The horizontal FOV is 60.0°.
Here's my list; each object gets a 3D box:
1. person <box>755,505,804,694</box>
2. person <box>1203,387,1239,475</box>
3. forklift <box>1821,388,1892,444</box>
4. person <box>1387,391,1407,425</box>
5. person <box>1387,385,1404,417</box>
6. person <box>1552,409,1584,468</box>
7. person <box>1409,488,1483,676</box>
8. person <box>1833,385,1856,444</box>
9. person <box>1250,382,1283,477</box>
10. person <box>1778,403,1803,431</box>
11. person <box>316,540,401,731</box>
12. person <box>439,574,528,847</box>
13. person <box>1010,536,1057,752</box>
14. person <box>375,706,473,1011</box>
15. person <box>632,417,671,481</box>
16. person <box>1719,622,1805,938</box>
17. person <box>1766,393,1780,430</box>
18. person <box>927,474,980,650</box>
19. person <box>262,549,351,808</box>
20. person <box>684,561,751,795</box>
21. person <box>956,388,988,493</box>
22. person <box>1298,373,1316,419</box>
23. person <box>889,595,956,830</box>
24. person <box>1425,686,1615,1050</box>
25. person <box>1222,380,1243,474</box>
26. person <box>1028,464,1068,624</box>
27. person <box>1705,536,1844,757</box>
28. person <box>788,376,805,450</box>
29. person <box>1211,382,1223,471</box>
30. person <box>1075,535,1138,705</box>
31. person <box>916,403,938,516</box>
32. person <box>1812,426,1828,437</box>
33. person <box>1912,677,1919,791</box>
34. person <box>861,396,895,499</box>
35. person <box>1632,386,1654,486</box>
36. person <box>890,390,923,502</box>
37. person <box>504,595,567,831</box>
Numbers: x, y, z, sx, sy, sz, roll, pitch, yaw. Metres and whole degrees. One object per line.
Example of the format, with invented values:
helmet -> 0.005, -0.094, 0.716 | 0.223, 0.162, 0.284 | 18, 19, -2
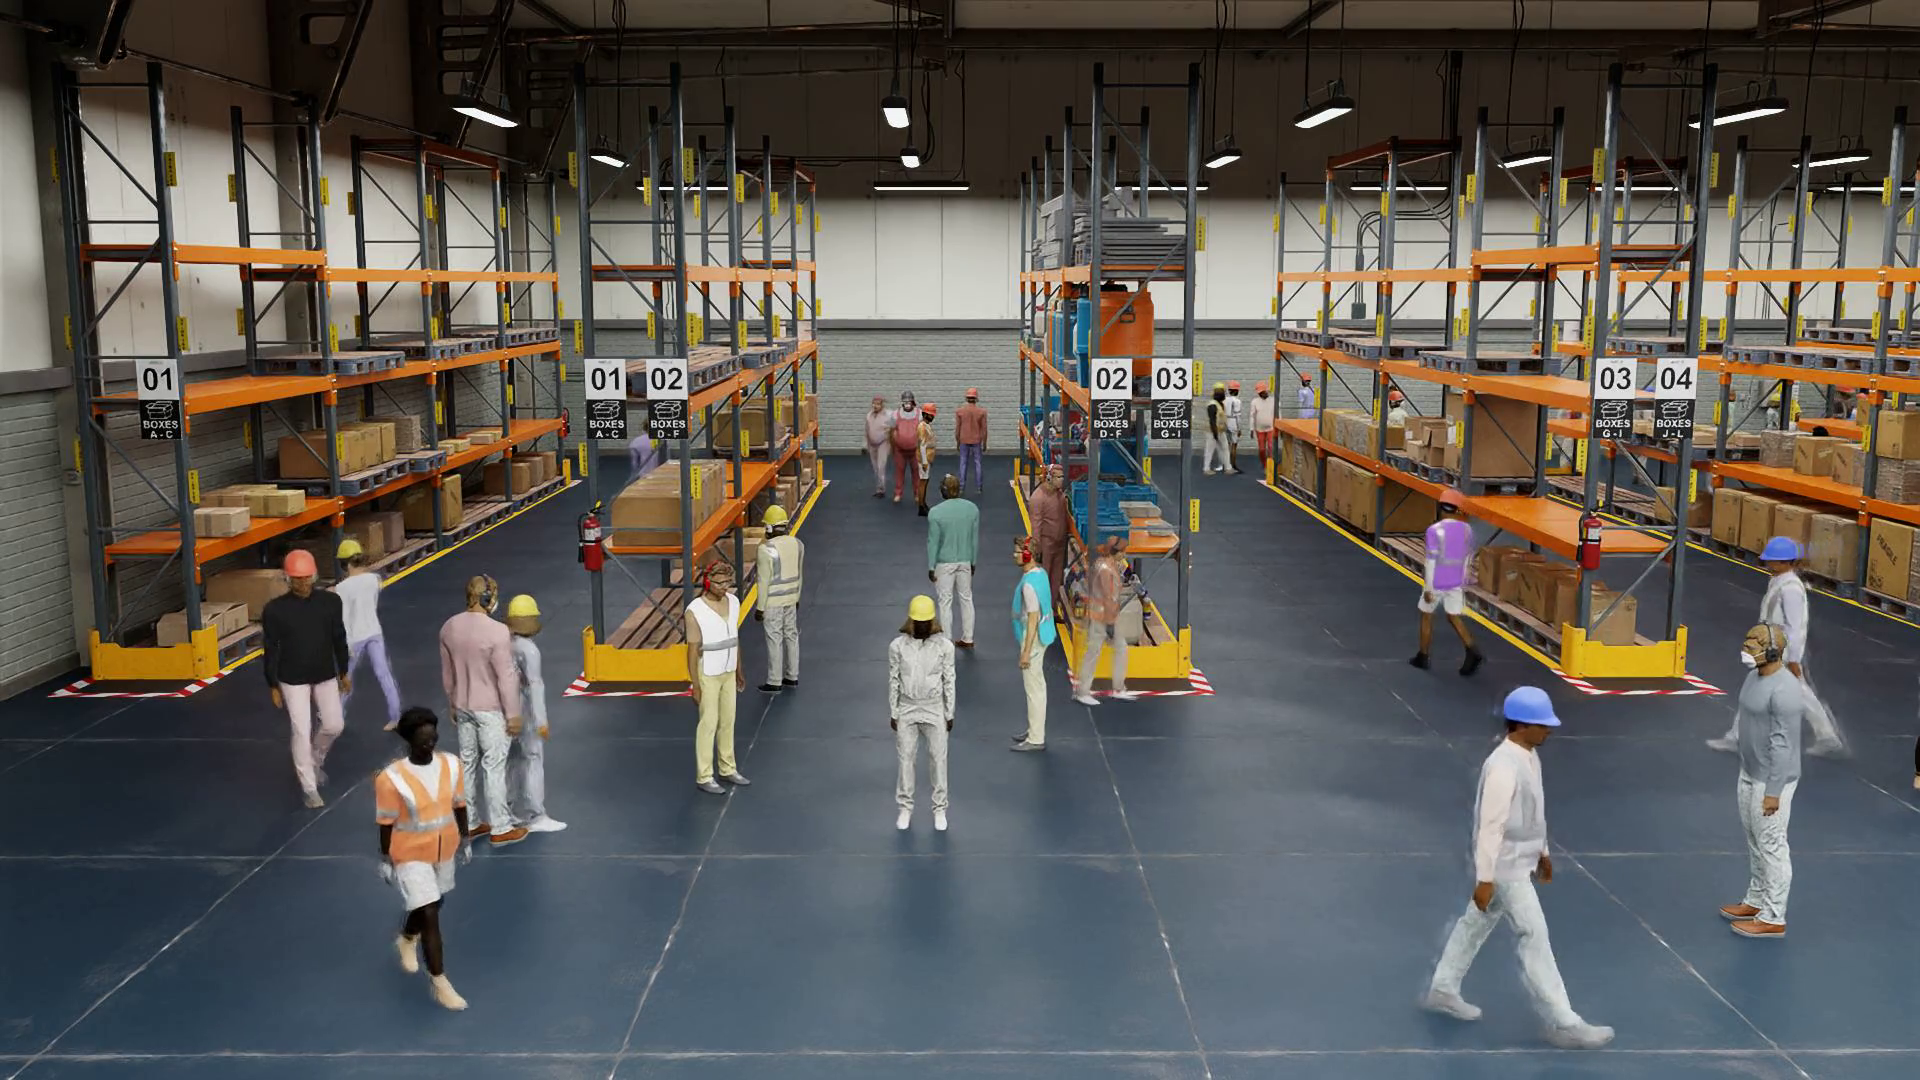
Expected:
person -> -1.771, 0.576, 16.109 | 0.403, 1.833, 0.586 | 6, 11, 36
person -> 5.375, -2.216, 34.127 | 0.847, 1.808, 0.652 | 6, 11, 33
forklift -> 20.072, -3.110, 36.462 | 1.873, 2.768, 1.129 | 0, 9, 0
person -> 7.923, -1.720, 30.353 | 0.391, 1.992, 0.623 | 7, 11, 39
person -> 8.981, -2.284, 34.442 | 0.332, 1.861, 0.498 | -5, 10, -31
person -> 12.405, -2.196, 33.786 | 0.943, 1.879, 0.582 | -3, 9, -19
person -> 4.983, 0.429, 16.874 | 0.549, 1.900, 0.866 | -3, 9, -21
person -> 17.544, -2.149, 33.057 | 0.436, 2.016, 0.617 | 9, 12, 44
person -> 6.292, -2.269, 34.055 | 0.691, 1.949, 0.713 | 4, 10, 23
person -> 14.784, -1.529, 29.640 | 0.403, 1.835, 0.588 | 1, 9, 7
person -> -5.322, 0.852, 14.715 | 0.932, 1.718, 0.539 | 5, 10, 27
person -> -3.378, 1.203, 11.759 | 0.627, 1.933, 0.375 | 5, 10, 29
person -> 0.616, 0.878, 14.113 | 0.396, 1.847, 0.564 | 1, 9, 9
person -> -3.018, 1.720, 9.292 | 0.817, 1.668, 0.537 | 7, 11, 39
person -> -4.692, -0.947, 25.583 | 0.662, 1.925, 0.619 | 2, 9, 10
person -> 4.916, 1.456, 10.158 | 0.368, 1.932, 0.622 | 1, 9, 6
person -> 16.460, -2.109, 33.699 | 0.312, 1.735, 0.484 | 5, 10, 31
person -> -0.078, 0.254, 17.873 | 0.629, 1.933, 0.364 | -5, 10, -29
person -> -4.981, 1.035, 12.670 | 0.636, 1.979, 0.517 | -7, 11, -39
person -> -1.921, 1.064, 12.980 | 0.394, 1.832, 0.574 | 5, 10, 31
person -> 0.220, -1.867, 31.365 | 0.605, 1.986, 0.410 | 1, 9, 4
person -> 7.820, -2.816, 37.618 | 0.542, 1.929, 0.380 | -6, 11, -35
person -> -0.274, 1.253, 12.072 | 0.486, 1.738, 0.321 | 1, 9, 4
person -> 2.940, 1.689, 8.750 | 0.991, 1.893, 0.633 | 5, 10, 27
person -> 5.654, -2.343, 34.540 | 0.370, 1.939, 0.543 | -5, 10, -31
person -> 1.054, 0.065, 19.203 | 0.401, 1.900, 0.644 | 6, 11, 35
person -> 6.897, 0.893, 13.884 | 1.040, 1.894, 0.613 | 4, 10, 24
person -> -3.596, -2.631, 36.456 | 0.383, 1.921, 0.585 | 3, 9, 18
person -> 5.478, -2.396, 35.095 | 0.445, 1.875, 0.758 | 1, 9, 6
person -> 1.419, 0.755, 15.659 | 0.701, 1.603, 0.624 | 2, 9, 10
person -> -0.557, -1.369, 28.314 | 0.373, 1.928, 0.543 | 1, 9, 6
person -> 13.707, -0.975, 26.545 | 0.320, 1.694, 0.534 | 4, 10, 25
person -> 7.578, 1.158, 12.800 | 0.318, 1.697, 0.535 | 1, 9, 9
person -> -1.554, -1.707, 30.615 | 0.665, 1.885, 0.643 | 6, 11, 35
person -> 13.369, -2.030, 32.489 | 0.375, 1.950, 0.614 | 1, 9, 5
person -> -0.930, -1.685, 29.984 | 0.689, 2.000, 0.538 | 0, 9, 2
person -> -3.147, 1.264, 12.025 | 0.368, 1.723, 0.593 | -7, 12, -40
